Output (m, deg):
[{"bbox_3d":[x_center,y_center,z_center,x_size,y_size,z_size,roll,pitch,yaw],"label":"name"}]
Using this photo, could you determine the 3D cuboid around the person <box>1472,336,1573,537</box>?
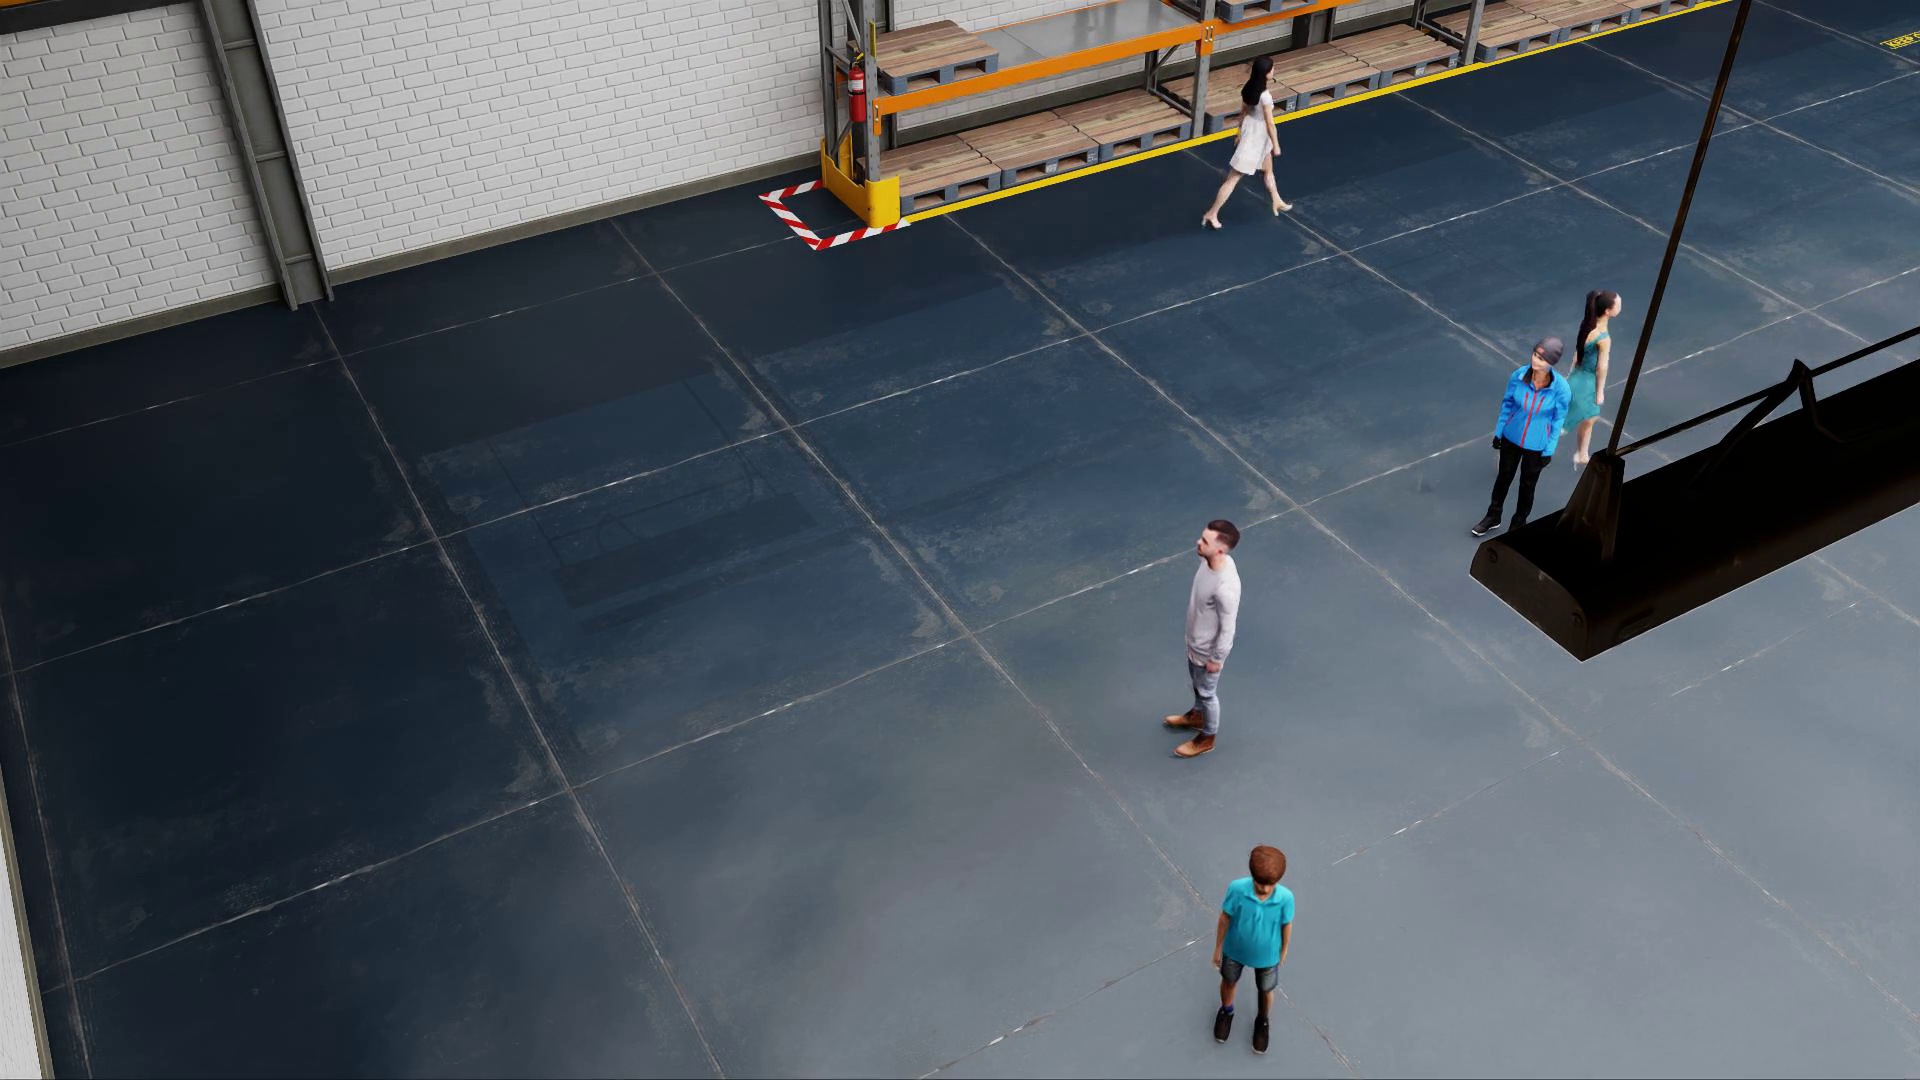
[{"bbox_3d":[4.165,-0.723,12.231,0.676,1.800,0.624,30,47,32],"label":"person"}]

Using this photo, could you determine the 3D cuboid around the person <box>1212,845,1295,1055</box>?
[{"bbox_3d":[1.564,2.138,8.930,0.627,1.447,0.687,10,40,12],"label":"person"}]

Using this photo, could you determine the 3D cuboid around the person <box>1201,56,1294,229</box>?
[{"bbox_3d":[2.760,-3.782,16.132,1.286,1.711,0.778,-12,40,-15],"label":"person"}]

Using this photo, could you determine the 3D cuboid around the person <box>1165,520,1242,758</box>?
[{"bbox_3d":[1.571,0.612,10.527,0.707,1.839,0.757,-4,39,-5],"label":"person"}]
